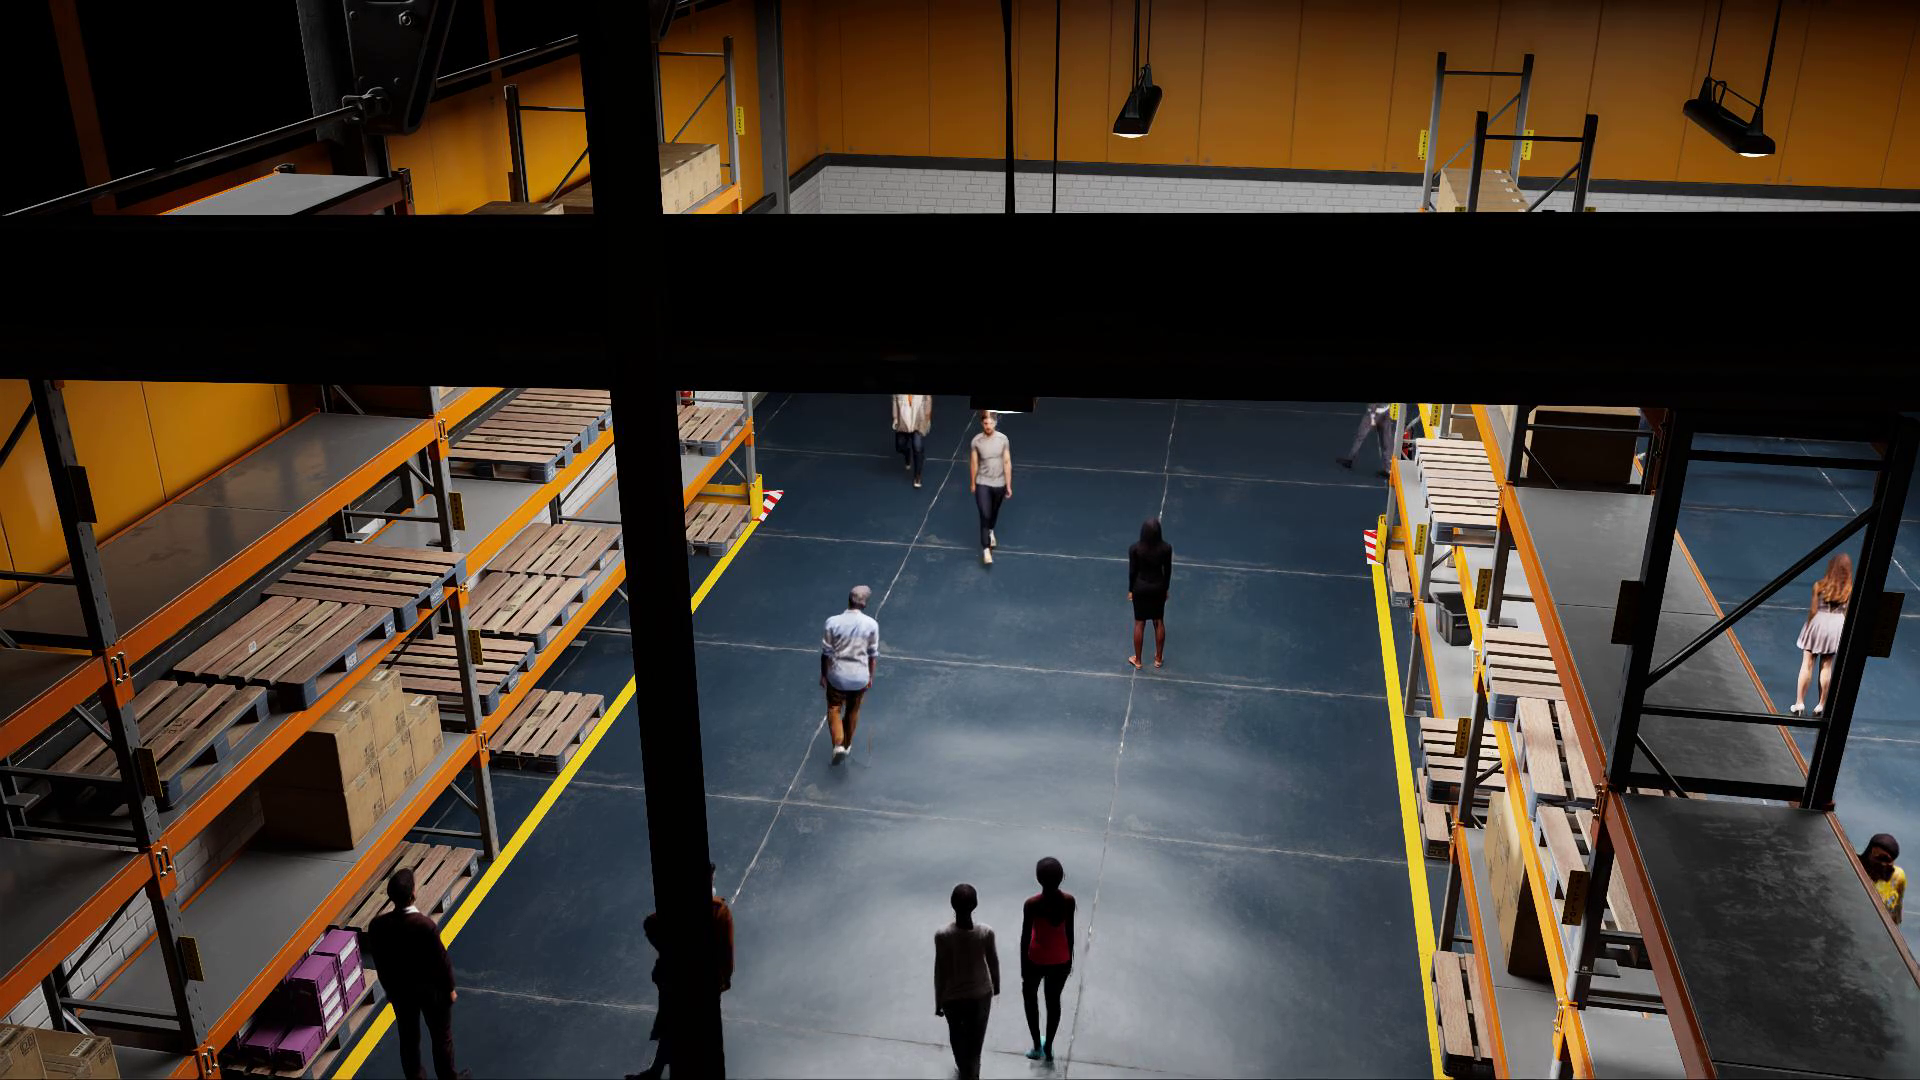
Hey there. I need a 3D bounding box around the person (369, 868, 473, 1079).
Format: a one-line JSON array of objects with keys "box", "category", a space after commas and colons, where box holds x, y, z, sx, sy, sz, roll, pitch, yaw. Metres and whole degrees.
[{"box": [-3.756, 3.096, 11.524, 0.703, 1.866, 0.635, 1, 24, 3], "category": "person"}]

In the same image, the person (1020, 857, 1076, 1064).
[{"box": [0.648, 3.049, 11.819, 0.641, 1.715, 0.718, -3, 24, -8], "category": "person"}]

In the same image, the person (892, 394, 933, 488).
[{"box": [-0.643, -1.677, 22.435, 0.742, 1.873, 0.968, 1, 24, 3], "category": "person"}]

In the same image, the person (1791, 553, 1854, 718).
[{"box": [8.596, 0.952, 16.550, 0.579, 1.769, 0.594, 6, 24, 14], "category": "person"}]

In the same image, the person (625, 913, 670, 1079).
[{"box": [-1.837, 3.246, 11.492, 0.760, 1.616, 0.933, 1, 24, 1], "category": "person"}]

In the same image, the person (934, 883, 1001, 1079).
[{"box": [0.040, 3.212, 11.426, 0.726, 1.731, 1.167, 1, 24, 3], "category": "person"}]

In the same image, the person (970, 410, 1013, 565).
[{"box": [0.376, -0.707, 20.249, 0.890, 1.846, 1.262, -3, 24, -7], "category": "person"}]

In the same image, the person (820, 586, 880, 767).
[{"box": [-1.051, 1.311, 15.702, 0.887, 1.789, 1.030, -5, 24, -11], "category": "person"}]

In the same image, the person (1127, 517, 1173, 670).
[{"box": [1.994, 0.544, 17.546, 0.667, 1.719, 0.607, -2, 24, -5], "category": "person"}]

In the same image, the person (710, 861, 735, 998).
[{"box": [-1.821, 3.088, 11.622, 0.893, 1.801, 1.027, -7, 25, -16], "category": "person"}]

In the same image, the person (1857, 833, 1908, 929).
[{"box": [6.662, 2.848, 12.367, 0.736, 1.645, 0.788, 7, 25, 16], "category": "person"}]
